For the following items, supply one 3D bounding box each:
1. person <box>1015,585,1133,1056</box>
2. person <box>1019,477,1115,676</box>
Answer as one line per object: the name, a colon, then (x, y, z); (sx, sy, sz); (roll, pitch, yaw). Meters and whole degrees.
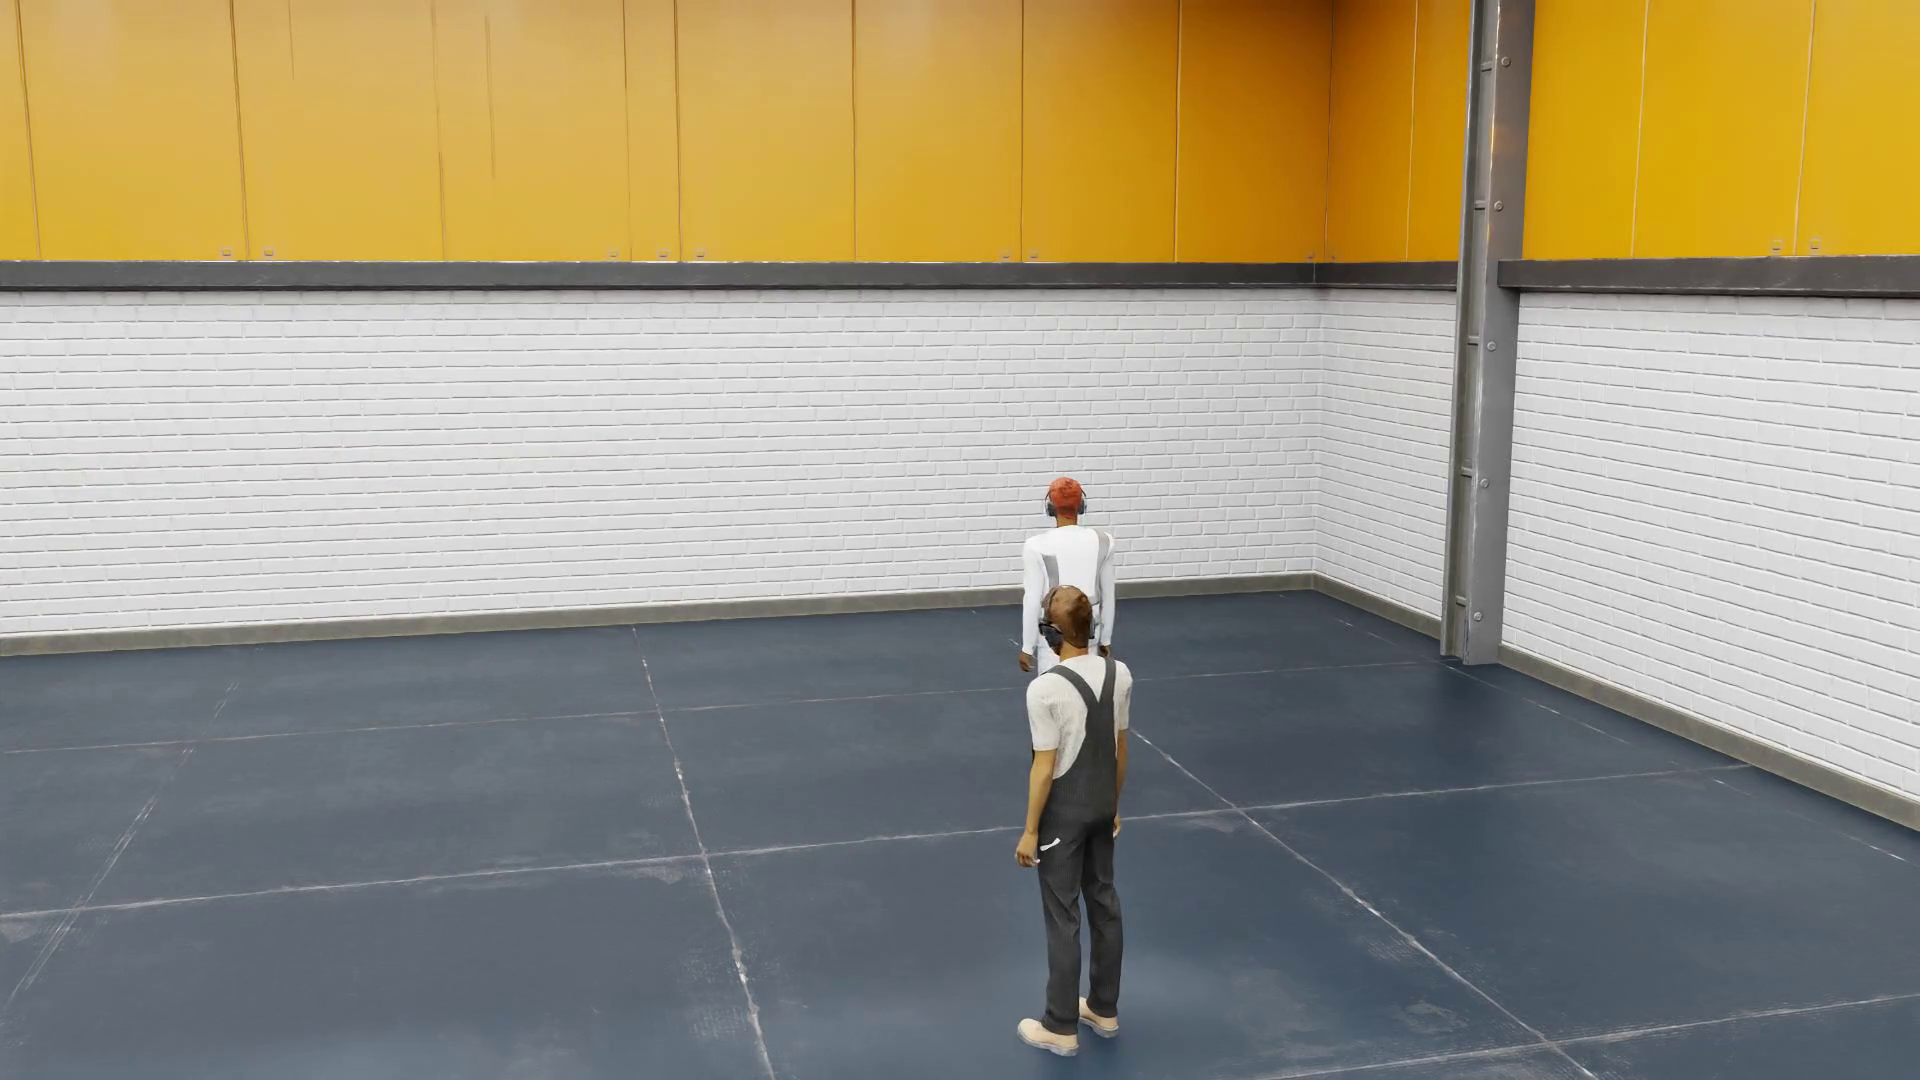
person: (0.438, 1.084, 6.482); (0.504, 1.839, 0.344); (-7, 12, -39)
person: (0.613, 0.577, 9.510); (0.579, 1.881, 0.342); (-4, 10, -22)
